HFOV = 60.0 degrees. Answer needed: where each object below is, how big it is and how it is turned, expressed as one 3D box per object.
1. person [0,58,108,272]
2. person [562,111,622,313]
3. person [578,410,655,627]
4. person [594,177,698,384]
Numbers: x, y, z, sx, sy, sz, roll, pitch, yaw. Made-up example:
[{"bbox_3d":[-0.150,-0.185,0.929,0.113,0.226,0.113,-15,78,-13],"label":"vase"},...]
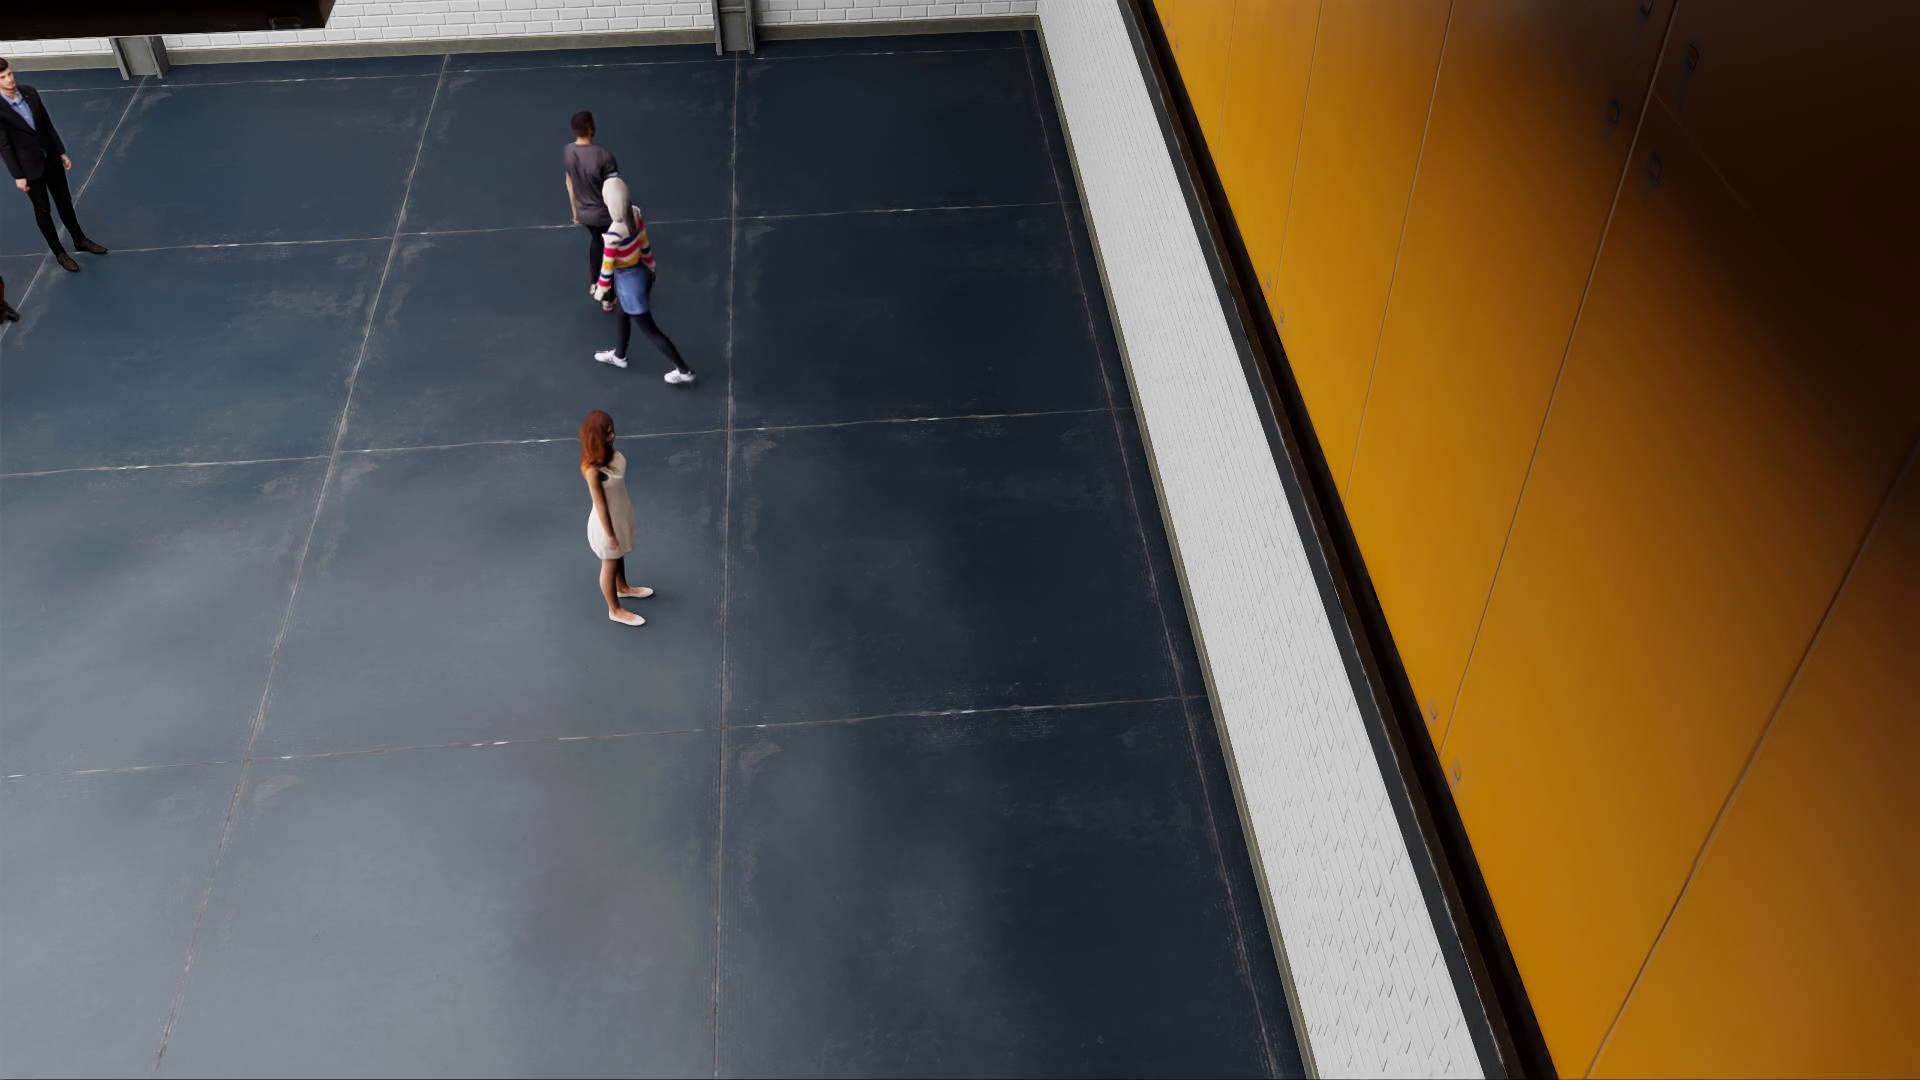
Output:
[{"bbox_3d":[-7.752,-3.181,13.950,0.793,1.894,0.786,19,47,19],"label":"person"},{"bbox_3d":[-2.976,-2.593,13.434,0.726,1.754,0.822,21,47,20],"label":"person"},{"bbox_3d":[-2.298,-0.163,10.919,0.581,1.705,0.593,4,44,4],"label":"person"},{"bbox_3d":[-2.415,-1.923,12.718,1.198,1.771,0.871,8,44,9],"label":"person"}]
